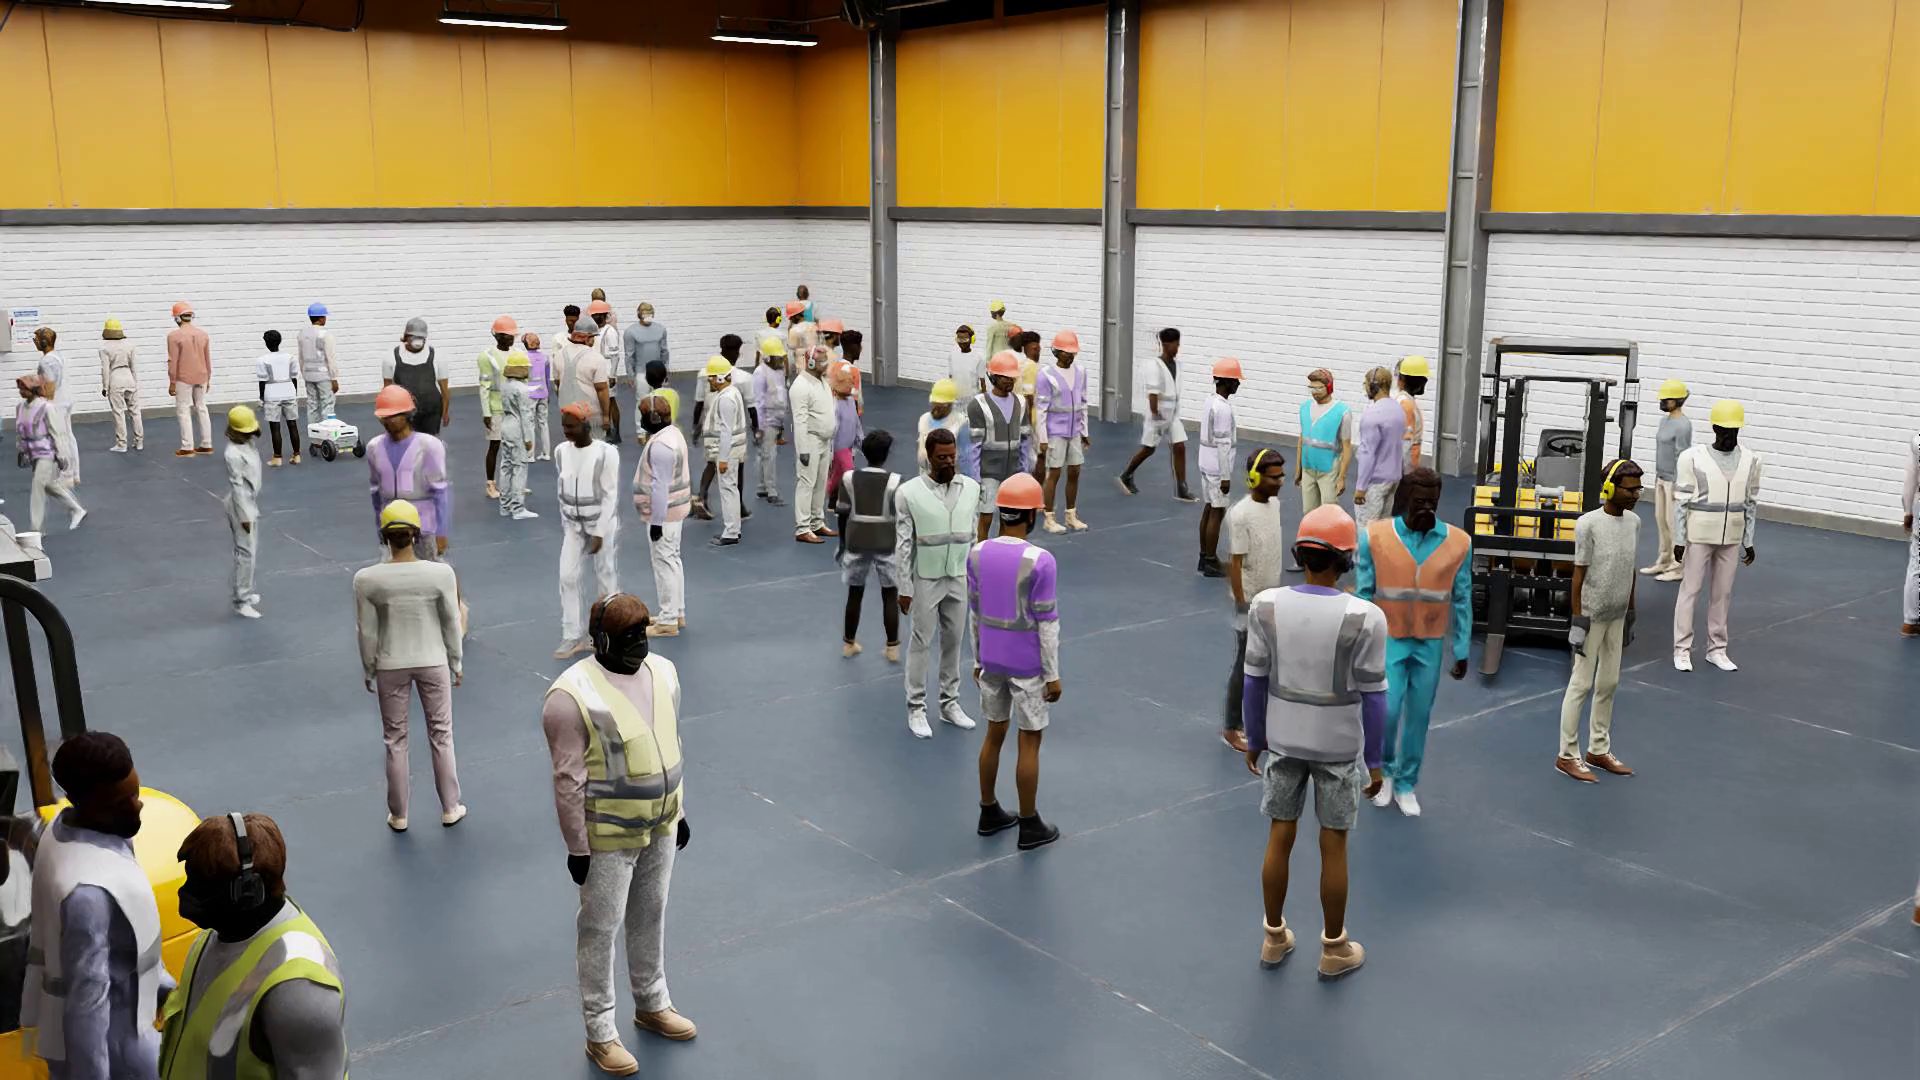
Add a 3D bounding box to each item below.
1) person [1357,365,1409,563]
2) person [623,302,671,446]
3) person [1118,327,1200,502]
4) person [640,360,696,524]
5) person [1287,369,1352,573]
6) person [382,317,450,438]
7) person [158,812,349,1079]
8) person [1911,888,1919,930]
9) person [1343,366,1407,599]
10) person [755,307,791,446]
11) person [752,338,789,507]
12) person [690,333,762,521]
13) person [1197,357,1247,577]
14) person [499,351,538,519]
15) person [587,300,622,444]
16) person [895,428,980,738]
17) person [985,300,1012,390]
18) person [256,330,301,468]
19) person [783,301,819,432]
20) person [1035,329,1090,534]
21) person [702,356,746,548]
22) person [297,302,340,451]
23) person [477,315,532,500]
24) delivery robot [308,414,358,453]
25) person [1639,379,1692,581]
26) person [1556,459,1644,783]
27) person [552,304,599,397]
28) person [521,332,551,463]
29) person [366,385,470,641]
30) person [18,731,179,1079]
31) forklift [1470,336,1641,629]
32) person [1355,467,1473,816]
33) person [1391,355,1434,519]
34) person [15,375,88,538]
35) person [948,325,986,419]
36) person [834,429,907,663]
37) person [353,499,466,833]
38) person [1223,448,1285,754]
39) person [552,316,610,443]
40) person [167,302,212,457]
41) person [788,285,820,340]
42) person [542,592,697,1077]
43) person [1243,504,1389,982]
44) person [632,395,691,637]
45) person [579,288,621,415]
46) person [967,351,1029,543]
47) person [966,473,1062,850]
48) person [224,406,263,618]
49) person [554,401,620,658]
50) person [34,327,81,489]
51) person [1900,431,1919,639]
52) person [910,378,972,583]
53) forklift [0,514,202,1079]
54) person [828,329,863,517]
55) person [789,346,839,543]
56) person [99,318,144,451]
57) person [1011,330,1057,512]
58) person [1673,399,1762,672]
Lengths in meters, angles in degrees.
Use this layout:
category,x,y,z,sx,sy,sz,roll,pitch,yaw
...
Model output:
category,x,y,z,sx,sy,sz,roll,pitch,yaw
person,3.934,-0.672,14.886,0.735,1.870,0.679,5,13,21
person,-4.177,-2.219,22.232,0.639,1.928,0.374,-9,15,-37
person,2.179,-1.393,18.284,0.591,1.925,0.976,-10,16,-41
person,-2.985,-0.976,16.798,0.543,1.685,0.545,6,13,27
person,3.164,-0.583,14.544,0.392,1.836,0.570,-8,14,-34
person,-5.950,-1.448,18.229,0.713,2.000,0.538,-4,12,-18
person,-1.754,1.562,4.176,0.429,1.845,0.621,-9,15,-39
person,4.631,0.857,7.411,0.502,1.917,0.621,5,13,22
person,3.480,-0.482,13.853,0.377,1.927,0.635,9,15,37
person,-2.502,-2.184,22.249,0.527,1.857,0.343,4,12,20
person,-2.054,-1.283,18.035,0.501,1.810,0.630,3,12,16
person,-2.387,-1.113,16.854,0.664,1.942,0.813,4,13,21
person,2.291,-0.634,14.576,0.387,1.930,0.544,-1,12,-4
person,-4.586,-1.091,17.257,0.350,1.731,0.485,-10,15,-40
person,-4.804,-2.253,22.369,0.376,1.935,0.550,-9,15,-38
person,-0.134,0.251,10.322,0.598,1.917,0.375,-7,14,-32
person,0.579,-2.736,25.146,0.524,1.759,0.344,-11,16,-42
person,-8.387,-1.739,20.481,0.319,1.693,0.532,9,15,39
person,-2.231,-2.365,23.034,0.653,1.888,0.588,5,13,24
person,1.030,-1.061,16.405,0.613,2.028,0.409,-9,14,-36
person,-2.237,-0.841,15.850,0.403,1.818,0.601,-1,12,-5
person,-8.339,-2.118,21.687,0.605,1.949,0.402,6,13,27
person,-4.983,-1.451,18.297,0.443,2.030,0.620,9,15,37
delivery robot,-7.994,-1.362,21.192,0.707,0.478,0.477,9,15,39
person,6.151,-0.521,14.448,0.344,1.759,0.527,0,12,2
person,3.675,0.456,9.484,0.509,1.860,0.334,-6,13,-28
person,-4.908,-2.035,21.280,0.599,1.958,0.379,-1,12,-3
person,-5.329,-1.780,20.833,0.313,1.631,0.524,8,14,34
person,-3.913,-0.131,11.961,0.621,2.015,0.946,2,12,10
person,-2.411,1.417,4.857,0.898,1.849,0.578,-10,16,-41
forklift,4.683,-0.471,13.136,1.214,2.155,2.313,4,12,20
person,2.421,0.546,8.923,0.629,1.903,0.463,1,12,3
person,3.974,-0.684,14.812,0.386,1.926,0.591,2,12,10
person,-8.976,-0.833,16.321,0.529,1.607,0.821,6,13,26
person,0.062,-1.559,19.218,0.513,1.860,0.325,6,13,28
person,-0.627,0.044,11.888,0.573,1.692,0.323,3,12,12
person,-2.872,0.661,8.723,0.522,1.764,0.318,-3,12,-16
person,1.796,0.378,9.880,0.521,1.851,0.582,11,16,42
person,-4.081,-1.444,18.208,0.687,2.000,0.536,6,13,26
person,-9.881,-2.057,21.333,0.410,1.980,0.627,5,13,24
person,-2.682,-3.418,28.261,0.516,1.822,0.567,-8,14,-35
person,-1.273,1.102,6.398,0.429,1.844,0.626,8,14,34
person,1.519,0.856,7.102,0.615,2.038,0.396,7,13,30
person,-2.267,-0.190,12.672,0.429,1.833,0.637,0,12,-2
person,-5.463,-2.857,25.282,0.636,1.938,0.364,2,12,12
person,0.350,-0.578,14.062,0.603,2.035,0.404,-7,14,-32
person,0.292,0.615,8.551,0.549,1.928,0.388,10,15,40
person,-5.672,-0.242,13.233,0.404,1.698,0.670,-2,12,-10
person,-2.721,-0.065,11.984,0.566,1.855,0.729,4,12,19
person,-10.298,-1.497,18.941,0.346,1.845,0.505,-1,12,-7
person,7.341,-0.185,12.377,0.405,1.942,0.624,-8,14,-34
person,-0.104,-0.521,14.392,0.584,1.788,0.894,10,15,39
forklift,-3.687,1.115,5.480,2.313,2.155,1.214,-9,15,-36
person,-1.185,-1.227,17.395,0.398,1.953,0.618,-4,12,-20
person,-1.393,-0.925,16.061,0.398,1.899,0.649,4,12,18
person,-10.999,-2.030,21.760,0.306,1.745,0.483,7,14,32
person,0.741,-1.235,17.498,0.615,1.911,0.695,-4,12,-18
person,5.293,-0.030,11.655,0.587,1.927,0.363,0,12,-2
